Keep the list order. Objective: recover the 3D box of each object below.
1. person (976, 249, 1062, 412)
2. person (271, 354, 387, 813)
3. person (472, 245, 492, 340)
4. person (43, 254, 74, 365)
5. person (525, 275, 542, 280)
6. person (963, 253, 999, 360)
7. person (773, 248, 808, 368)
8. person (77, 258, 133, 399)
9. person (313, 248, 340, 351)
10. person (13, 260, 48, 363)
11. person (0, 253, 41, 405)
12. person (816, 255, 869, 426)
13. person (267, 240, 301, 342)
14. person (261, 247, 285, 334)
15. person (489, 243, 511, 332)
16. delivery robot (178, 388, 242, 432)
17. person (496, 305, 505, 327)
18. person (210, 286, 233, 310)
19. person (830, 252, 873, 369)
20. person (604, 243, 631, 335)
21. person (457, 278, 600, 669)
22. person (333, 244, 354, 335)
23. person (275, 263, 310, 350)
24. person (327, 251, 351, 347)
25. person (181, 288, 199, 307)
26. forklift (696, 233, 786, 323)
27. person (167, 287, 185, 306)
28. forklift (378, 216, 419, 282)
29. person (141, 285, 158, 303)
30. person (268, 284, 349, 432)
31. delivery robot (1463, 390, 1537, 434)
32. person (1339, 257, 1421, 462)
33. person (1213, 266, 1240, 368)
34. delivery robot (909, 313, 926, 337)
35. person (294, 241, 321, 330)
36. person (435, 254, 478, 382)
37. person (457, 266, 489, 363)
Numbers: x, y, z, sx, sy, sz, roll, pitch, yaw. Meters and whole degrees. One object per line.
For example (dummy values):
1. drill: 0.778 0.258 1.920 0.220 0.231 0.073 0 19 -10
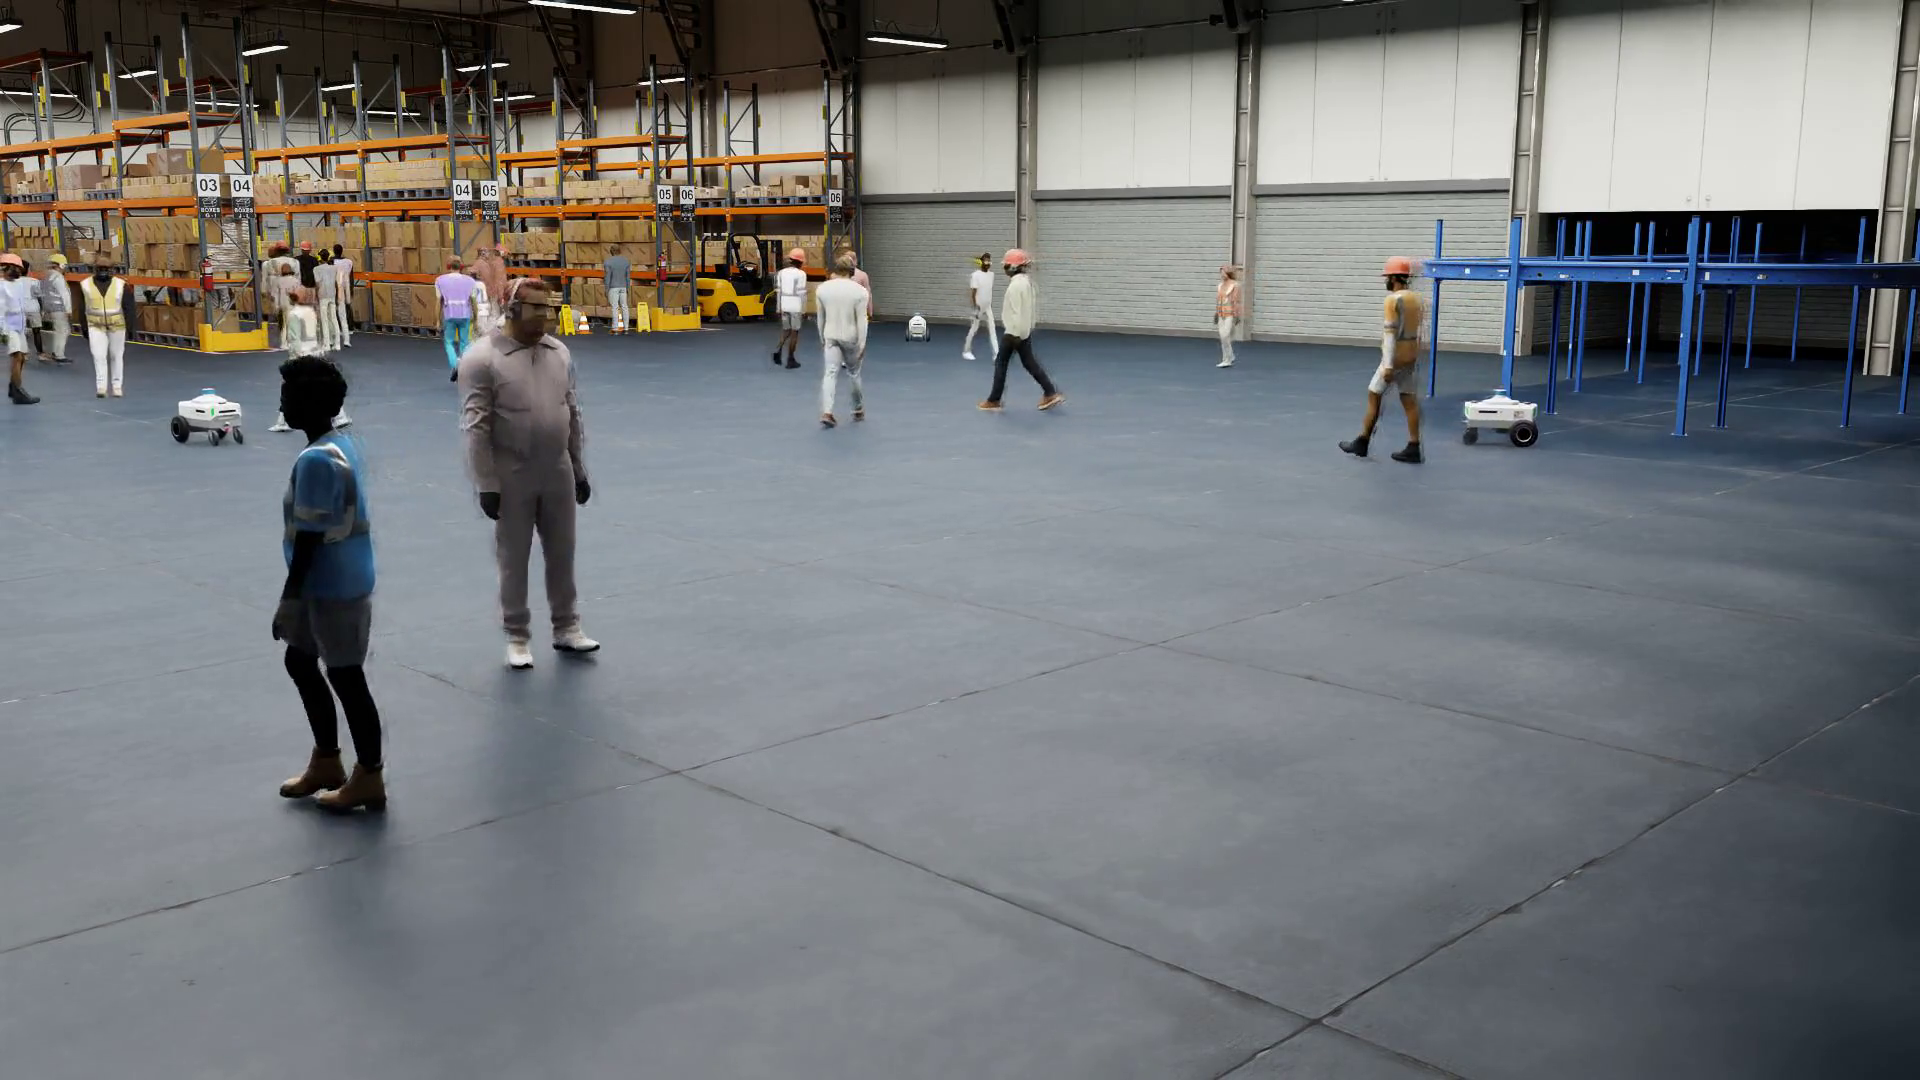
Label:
1. person: 0.738 -2.524 20.048 1.019 1.955 0.624 4 11 19
2. person: -2.360 0.173 6.065 0.454 1.687 0.567 -3 11 -18
3. person: -9.503 -4.933 33.293 0.407 1.909 0.638 -6 12 -32
4. person: -14.770 -3.782 27.290 0.445 1.802 0.630 -9 14 -42
5. person: -11.528 -6.969 44.959 0.539 1.698 0.318 -10 14 -42
6. person: 0.388 -3.940 28.139 0.558 1.819 1.000 -9 14 -40
7. person: -2.684 -3.704 26.565 0.545 1.913 0.510 7 12 33
8. person: -11.098 -2.749 21.636 0.631 1.808 0.824 -5 12 -26
9. person: -11.658 -4.419 30.590 0.328 1.872 0.513 7 13 34
10. person: -15.586 -3.817 27.778 0.531 1.698 0.320 -3 11 -17
11. person: -12.025 -2.690 21.140 0.704 1.886 0.619 0 10 2
12. person: -1.319 -2.240 18.655 0.630 1.897 1.014 2 11 10
13. person: -13.318 -4.894 32.809 0.620 2.008 0.819 -6 12 -28
14. person: -14.813 -5.401 35.959 0.599 1.855 0.787 -10 14 -42
15. person: -8.913 -4.805 32.500 0.801 1.949 0.642 -6 12 -29
16. delivery robot: -7.730 -1.319 17.134 0.707 0.478 0.477 8 13 37
17. person: -4.200 -1.628 15.840 0.918 1.698 0.491 5 11 25
18. person: -16.284 -5.562 36.606 0.603 1.949 0.397 3 11 18
19. person: -1.723 -3.636 26.376 0.663 1.860 1.006 4 11 19
20. person: -7.305 -5.342 35.435 0.631 1.940 0.372 -10 14 -43
21. person: -2.136 -0.332 8.241 0.406 1.899 0.685 9 14 41
22. person: -13.247 -5.361 35.596 0.390 1.919 0.591 9 14 41
23. person: -12.454 -4.362 31.037 0.529 1.578 0.891 4 11 19
24. person: -11.955 -4.605 31.787 0.603 1.816 1.160 -6 12 -30
25. person: -16.548 -5.418 35.753 0.623 1.983 1.074 -8 13 -37
26. forklift: -5.496 -6.489 41.108 2.313 2.155 1.214 -10 14 -44
27. person: -17.125 -5.339 36.412 0.475 1.576 0.934 -9 14 -41
28. forklift: -17.868 -9.201 54.028 1.873 2.768 1.129 -10 14 -44
29. person: -21.889 -7.053 44.914 0.604 1.894 0.775 -1 10 -5
30. person: -7.054 -1.960 17.960 0.877 1.603 0.522 2 11 9
31. delivery robot: 5.517 -1.293 16.993 0.707 0.478 0.477 3 11 16
32. person: 4.023 -1.710 15.728 0.566 1.899 0.896 -10 14 -42
33. person: 4.252 -3.571 26.637 0.386 1.623 0.537 -5 12 -26
34. delivery robot: -0.859 -4.348 33.652 0.477 0.478 0.707 0 10 -2
35. person: -14.640 -5.710 37.315 0.611 1.985 0.393 -9 14 -42
36. person: -7.167 -3.139 23.697 0.596 1.832 0.442 -5 11 -24
37. person: -7.866 -3.597 26.804 0.807 1.598 0.545 -1 10 -6
